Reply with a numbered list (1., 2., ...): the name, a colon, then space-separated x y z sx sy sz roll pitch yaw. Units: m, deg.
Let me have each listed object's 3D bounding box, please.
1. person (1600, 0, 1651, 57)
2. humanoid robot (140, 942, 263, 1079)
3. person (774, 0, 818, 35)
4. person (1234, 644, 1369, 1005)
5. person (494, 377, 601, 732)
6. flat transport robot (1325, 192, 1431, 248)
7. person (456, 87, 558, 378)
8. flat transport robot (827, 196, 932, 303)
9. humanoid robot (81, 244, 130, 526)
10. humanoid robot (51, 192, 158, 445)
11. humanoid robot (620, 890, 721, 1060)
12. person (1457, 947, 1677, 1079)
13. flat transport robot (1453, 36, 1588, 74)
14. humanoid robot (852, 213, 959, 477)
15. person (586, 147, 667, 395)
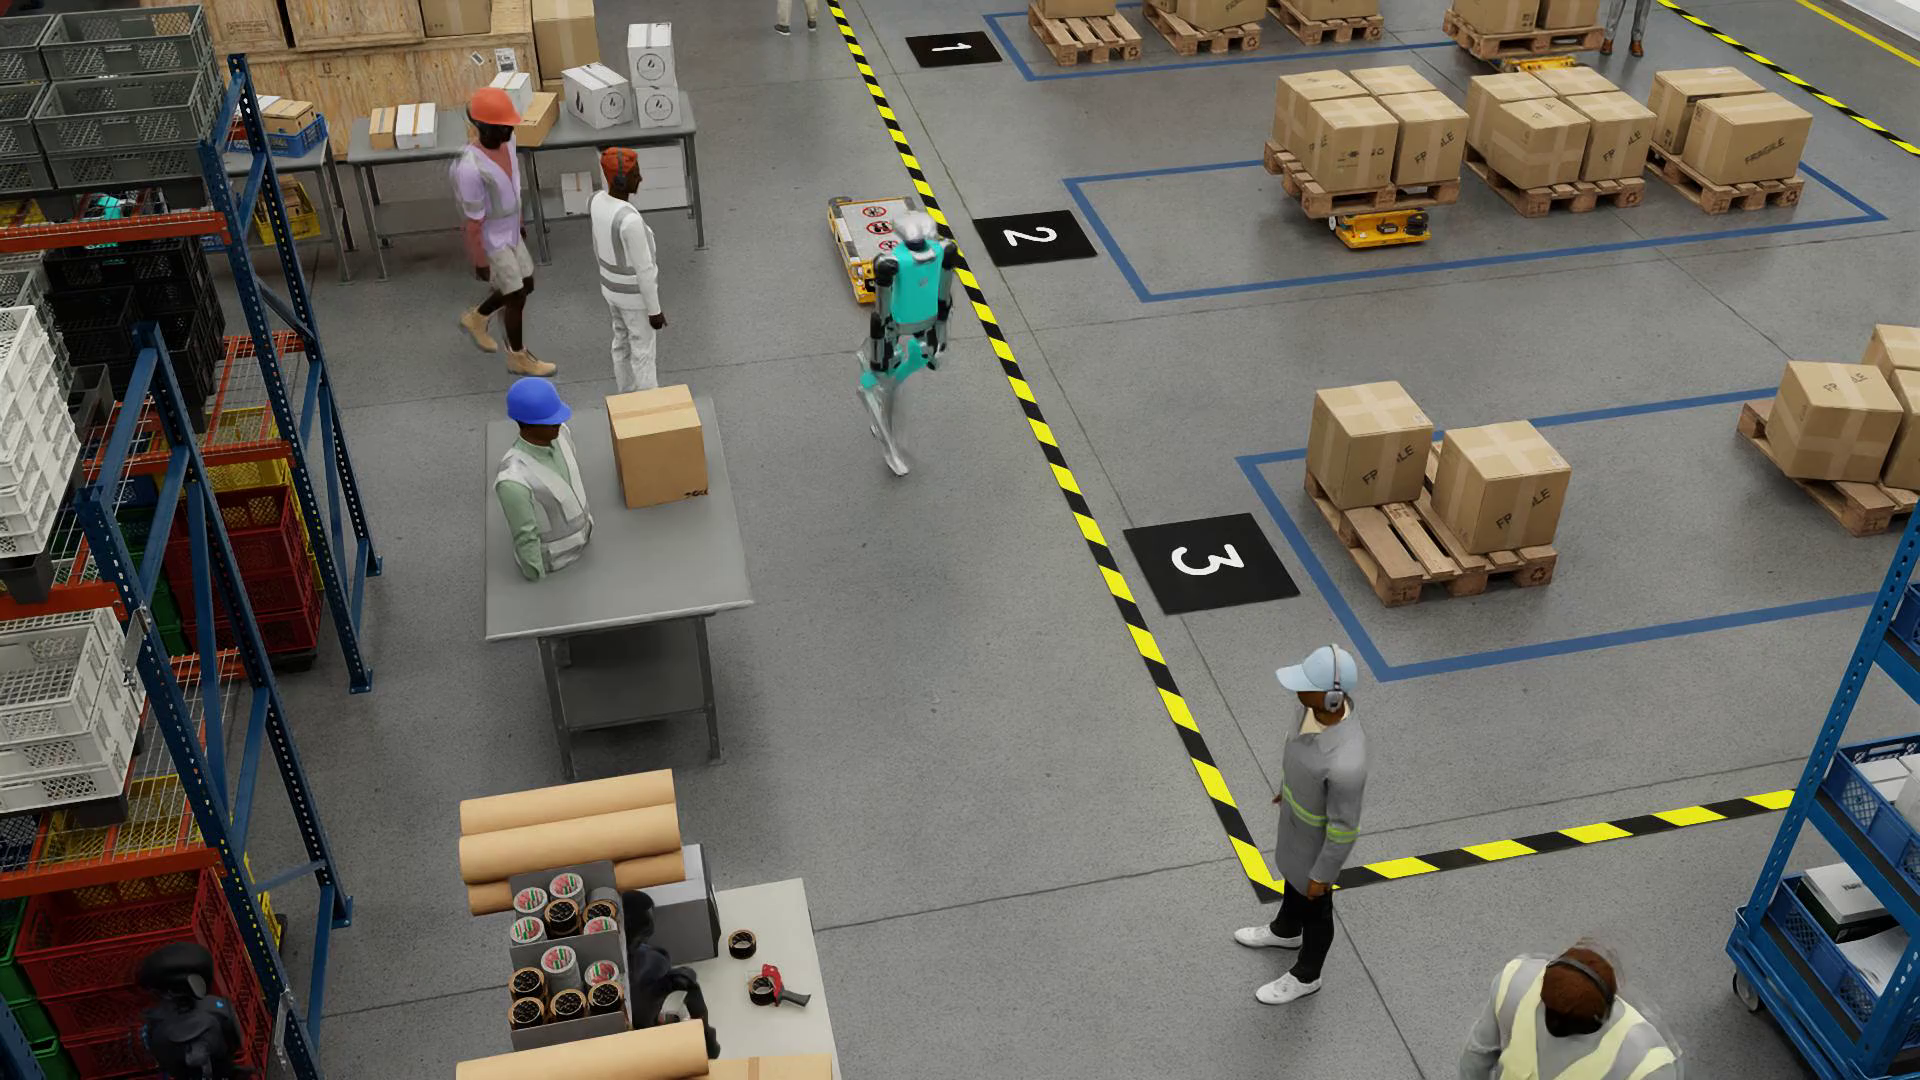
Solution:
1. person: 6.422 -5.491 15.582 0.586 1.884 0.362 6 37 8
2. humanoid robot: -2.540 1.983 5.747 0.787 1.620 0.609 -18 40 -23
3. person: -1.624 -5.785 16.069 0.572 1.769 0.397 -14 39 -18
4. person: 1.383 1.147 6.686 0.397 1.852 0.589 -3 37 -4
5. person: -1.956 0.058 8.070 0.383 1.948 0.604 6 37 8
6. flat transport robot: 3.134 -2.740 13.213 0.652 0.197 1.431 -8 37 -10
7. person: -3.022 -1.984 10.758 0.684 2.011 0.640 7 37 9
8. flat transport robot: -0.570 -2.220 12.538 0.659 0.231 1.431 -8 37 -10
9. humanoid robot: -4.957 -0.748 9.415 0.755 1.878 0.550 -15 39 -20
10. humanoid robot: -5.083 -1.315 10.005 0.531 1.692 0.739 -5 37 -6
11. humanoid robot: -1.128 1.890 5.878 0.602 1.628 0.782 10 38 13
12. person: 1.922 2.006 5.562 0.611 1.814 0.651 -24 43 -29
13. flat transport robot: 5.295 -4.612 15.729 0.652 0.197 1.431 -8 37 -10
14. humanoid robot: -0.434 -1.191 9.981 0.547 1.844 0.876 -22 42 -27
15. person: -2.014 -1.511 10.230 0.356 1.885 0.572 -25 43 -30
